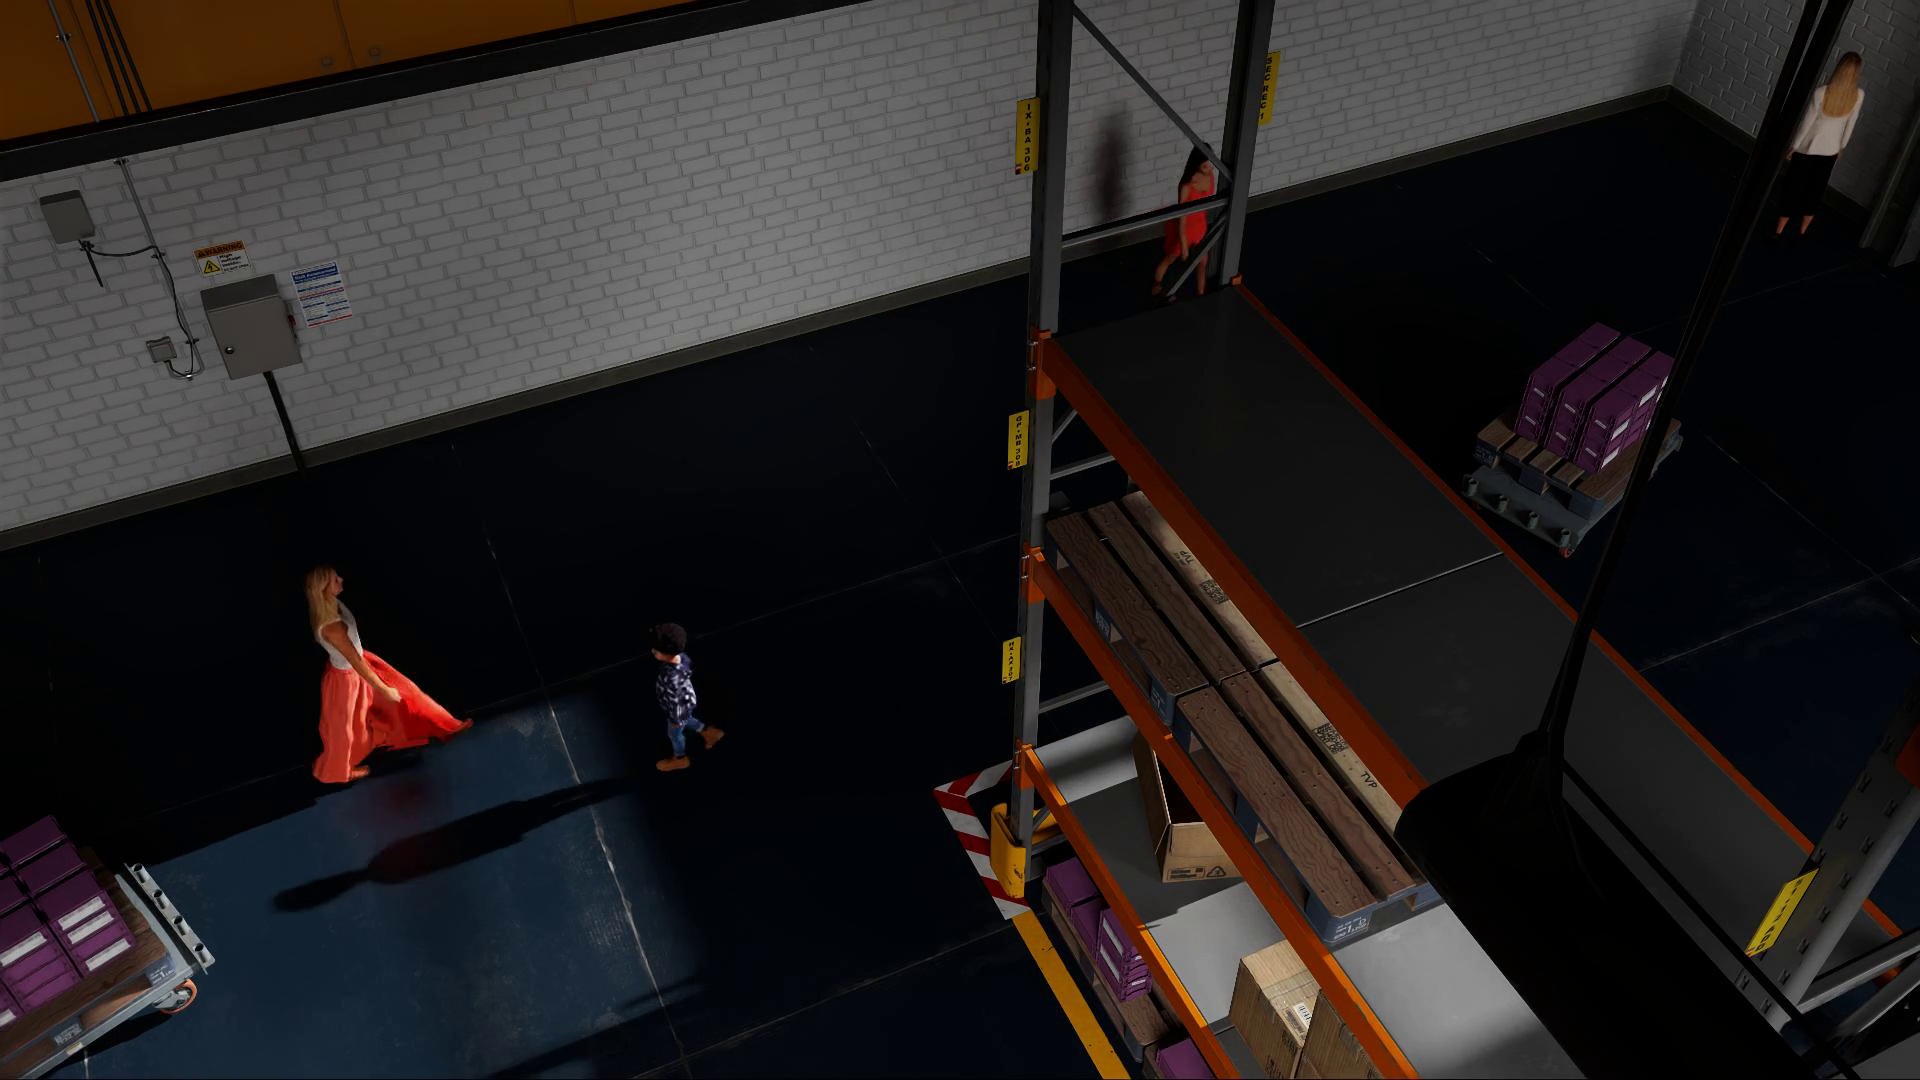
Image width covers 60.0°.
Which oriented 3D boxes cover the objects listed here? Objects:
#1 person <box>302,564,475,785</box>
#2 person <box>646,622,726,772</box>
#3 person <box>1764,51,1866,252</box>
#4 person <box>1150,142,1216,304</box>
[{"bbox_3d":[-3.760,0.876,10.013,0.814,1.754,1.218,-12,45,-12],"label":"person"},{"bbox_3d":[-1.713,0.966,10.291,0.657,1.240,0.678,-7,44,-8],"label":"person"},{"bbox_3d":[7.386,-3.341,14.365,0.700,1.857,0.688,2,44,2],"label":"person"},{"bbox_3d":[1.811,-2.581,13.708,1.124,1.662,0.845,29,51,27],"label":"person"}]
